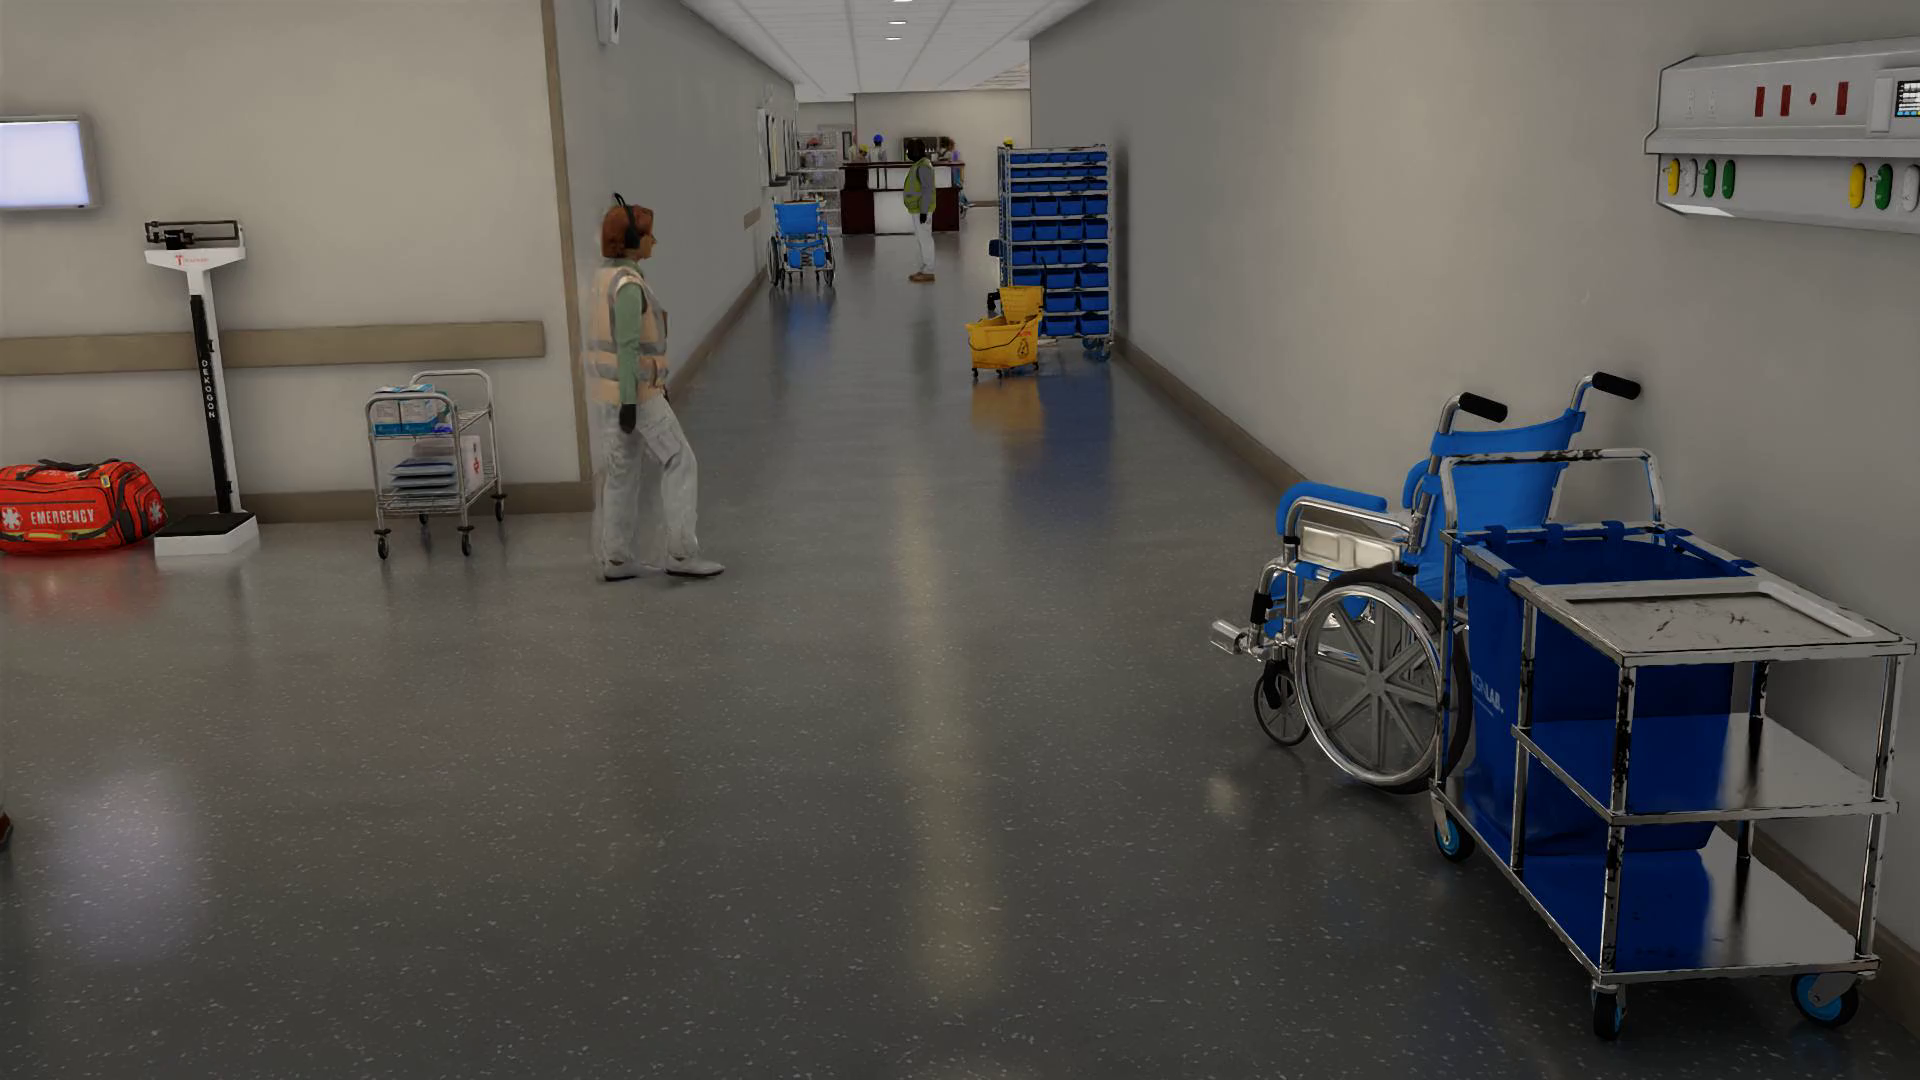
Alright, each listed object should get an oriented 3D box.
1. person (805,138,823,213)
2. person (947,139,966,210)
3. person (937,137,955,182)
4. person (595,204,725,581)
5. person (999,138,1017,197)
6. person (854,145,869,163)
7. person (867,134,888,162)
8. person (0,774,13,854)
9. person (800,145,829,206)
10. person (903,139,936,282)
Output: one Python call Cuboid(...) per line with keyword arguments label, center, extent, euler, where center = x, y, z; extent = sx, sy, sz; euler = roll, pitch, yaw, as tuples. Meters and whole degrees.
Cuboid(label="person", center=(-3.718, -9.241, 42.250), extent=(0.519, 1.916, 0.564), euler=(9, 17, 38))
Cuboid(label="person", center=(-0.110, -8.972, 40.978), extent=(0.802, 1.808, 0.612), euler=(-14, 18, -41))
Cuboid(label="person", center=(-0.308, -8.480, 38.910), extent=(0.513, 1.836, 0.383), euler=(10, 18, 39))
Cuboid(label="person", center=(-1.312, -0.625, 7.182), extent=(0.632, 1.615, 0.521), euler=(-8, 15, -23))
Cuboid(label="person", center=(1.213, -9.119, 41.500), extent=(0.526, 1.765, 0.329), euler=(7, 16, 32))
Cuboid(label="person", center=(-2.504, -9.071, 41.862), extent=(0.544, 1.707, 0.886), euler=(-13, 18, -40))
Cuboid(label="person", center=(-2.075, -9.367, 42.519), extent=(0.611, 1.947, 0.388), euler=(8, 17, 35))
Cuboid(label="person", center=(-2.867, -0.048, 4.335), extent=(0.632, 1.940, 0.372), euler=(-13, 18, -40))
Cuboid(label="person", center=(-3.793, -9.421, 43.252), extent=(0.654, 1.794, 0.959), euler=(-11, 16, -33))
Cuboid(label="person", center=(-0.525, -4.314, 21.799), extent=(0.429, 1.840, 0.629), euler=(-4, 14, -8))
